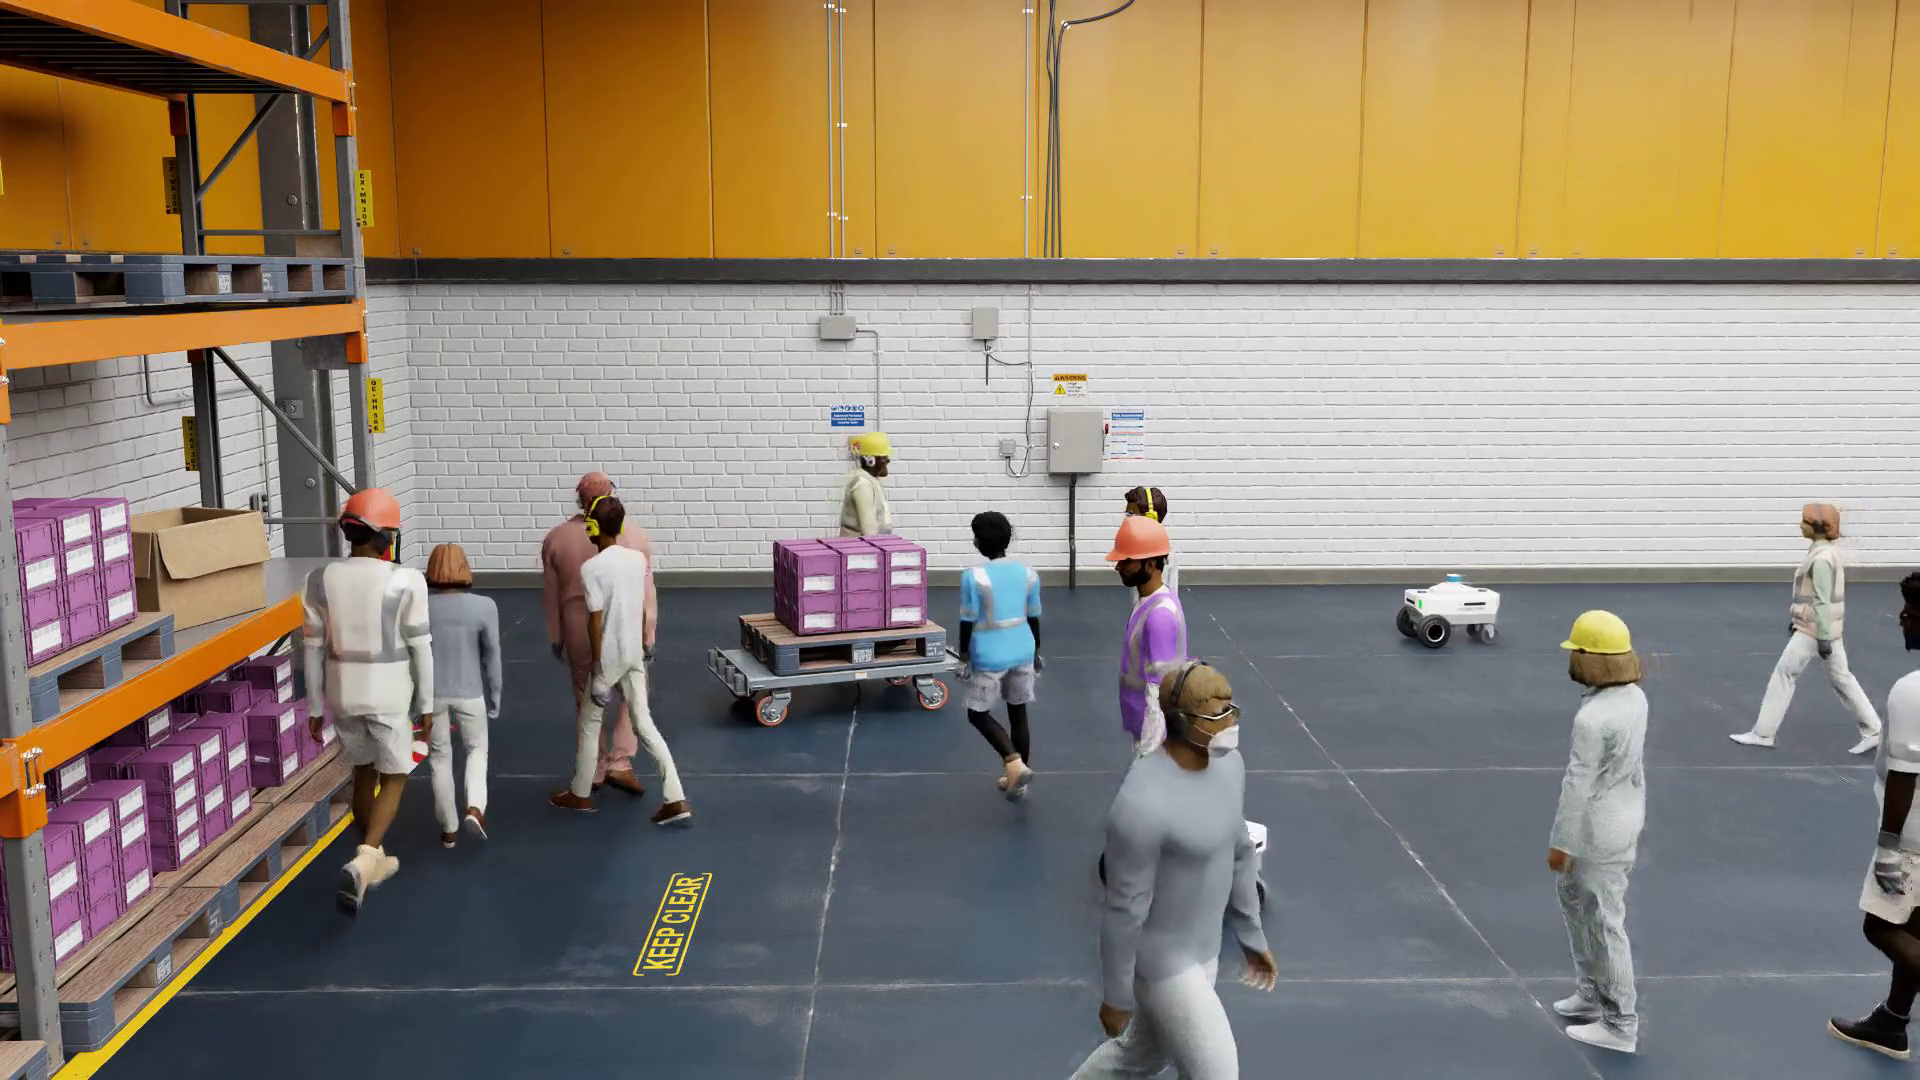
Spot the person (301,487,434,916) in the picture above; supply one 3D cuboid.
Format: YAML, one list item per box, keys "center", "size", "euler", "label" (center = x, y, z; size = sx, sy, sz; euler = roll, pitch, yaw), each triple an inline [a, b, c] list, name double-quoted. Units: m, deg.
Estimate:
- center: [-2.817, 0.765, 7.861]
  size: [0.616, 2.015, 0.835]
  euler: [1, 9, 3]
  label: "person"

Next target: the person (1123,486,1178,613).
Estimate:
- center: [1.047, 0.625, 9.146]
  size: [0.328, 1.863, 0.508]
  euler: [0, 9, 0]
  label: "person"

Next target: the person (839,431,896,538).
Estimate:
- center: [-0.649, 0.075, 12.656]
  size: [0.619, 1.808, 0.609]
  euler: [1, 9, 4]
  label: "person"

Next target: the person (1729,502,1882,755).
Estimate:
- center: [5.391, 0.554, 10.383]
  size: [0.878, 1.597, 0.507]
  euler: [6, 11, 34]
  label: "person"

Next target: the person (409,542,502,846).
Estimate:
- center: [-2.642, 0.828, 8.643]
  size: [0.511, 1.622, 0.457]
  euler: [-2, 10, -15]
  label: "person"

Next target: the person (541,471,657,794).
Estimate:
- center: [-2.065, 0.546, 9.572]
  size: [0.669, 1.889, 0.479]
  euler: [1, 9, 5]
  label: "person"

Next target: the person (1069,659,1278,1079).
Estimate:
- center: [0.591, 1.267, 5.121]
  size: [0.997, 1.902, 0.631]
  euler: [5, 11, 30]
  label: "person"

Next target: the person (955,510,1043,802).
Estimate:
- center: [0.273, 0.675, 9.344]
  size: [0.567, 1.687, 0.492]
  euler: [-6, 11, -35]
  label: "person"

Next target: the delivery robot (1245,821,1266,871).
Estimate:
- center: [1.099, 1.423, 7.954]
  size: [0.707, 0.478, 0.477]
  euler: [8, 12, 41]
  label: "delivery robot"

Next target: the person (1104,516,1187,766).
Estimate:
- center: [0.846, 0.843, 7.616]
  size: [0.391, 1.927, 0.550]
  euler: [1, 9, 4]
  label: "person"

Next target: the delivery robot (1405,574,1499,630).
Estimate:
- center: [3.993, 0.519, 13.499]
  size: [0.707, 0.478, 0.477]
  euler: [-1, 9, -7]
  label: "delivery robot"

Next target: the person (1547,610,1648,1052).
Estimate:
- center: [2.473, 1.124, 6.495]
  size: [0.529, 1.721, 0.506]
  euler: [8, 12, 40]
  label: "person"

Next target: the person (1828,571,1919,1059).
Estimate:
- center: [3.632, 1.067, 6.167]
  size: [0.614, 1.948, 0.677]
  euler: [-6, 11, -32]
  label: "person"

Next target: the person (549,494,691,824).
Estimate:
- center: [-1.864, 0.658, 9.119]
  size: [0.976, 1.823, 0.551]
  euler: [6, 11, 33]
  label: "person"
